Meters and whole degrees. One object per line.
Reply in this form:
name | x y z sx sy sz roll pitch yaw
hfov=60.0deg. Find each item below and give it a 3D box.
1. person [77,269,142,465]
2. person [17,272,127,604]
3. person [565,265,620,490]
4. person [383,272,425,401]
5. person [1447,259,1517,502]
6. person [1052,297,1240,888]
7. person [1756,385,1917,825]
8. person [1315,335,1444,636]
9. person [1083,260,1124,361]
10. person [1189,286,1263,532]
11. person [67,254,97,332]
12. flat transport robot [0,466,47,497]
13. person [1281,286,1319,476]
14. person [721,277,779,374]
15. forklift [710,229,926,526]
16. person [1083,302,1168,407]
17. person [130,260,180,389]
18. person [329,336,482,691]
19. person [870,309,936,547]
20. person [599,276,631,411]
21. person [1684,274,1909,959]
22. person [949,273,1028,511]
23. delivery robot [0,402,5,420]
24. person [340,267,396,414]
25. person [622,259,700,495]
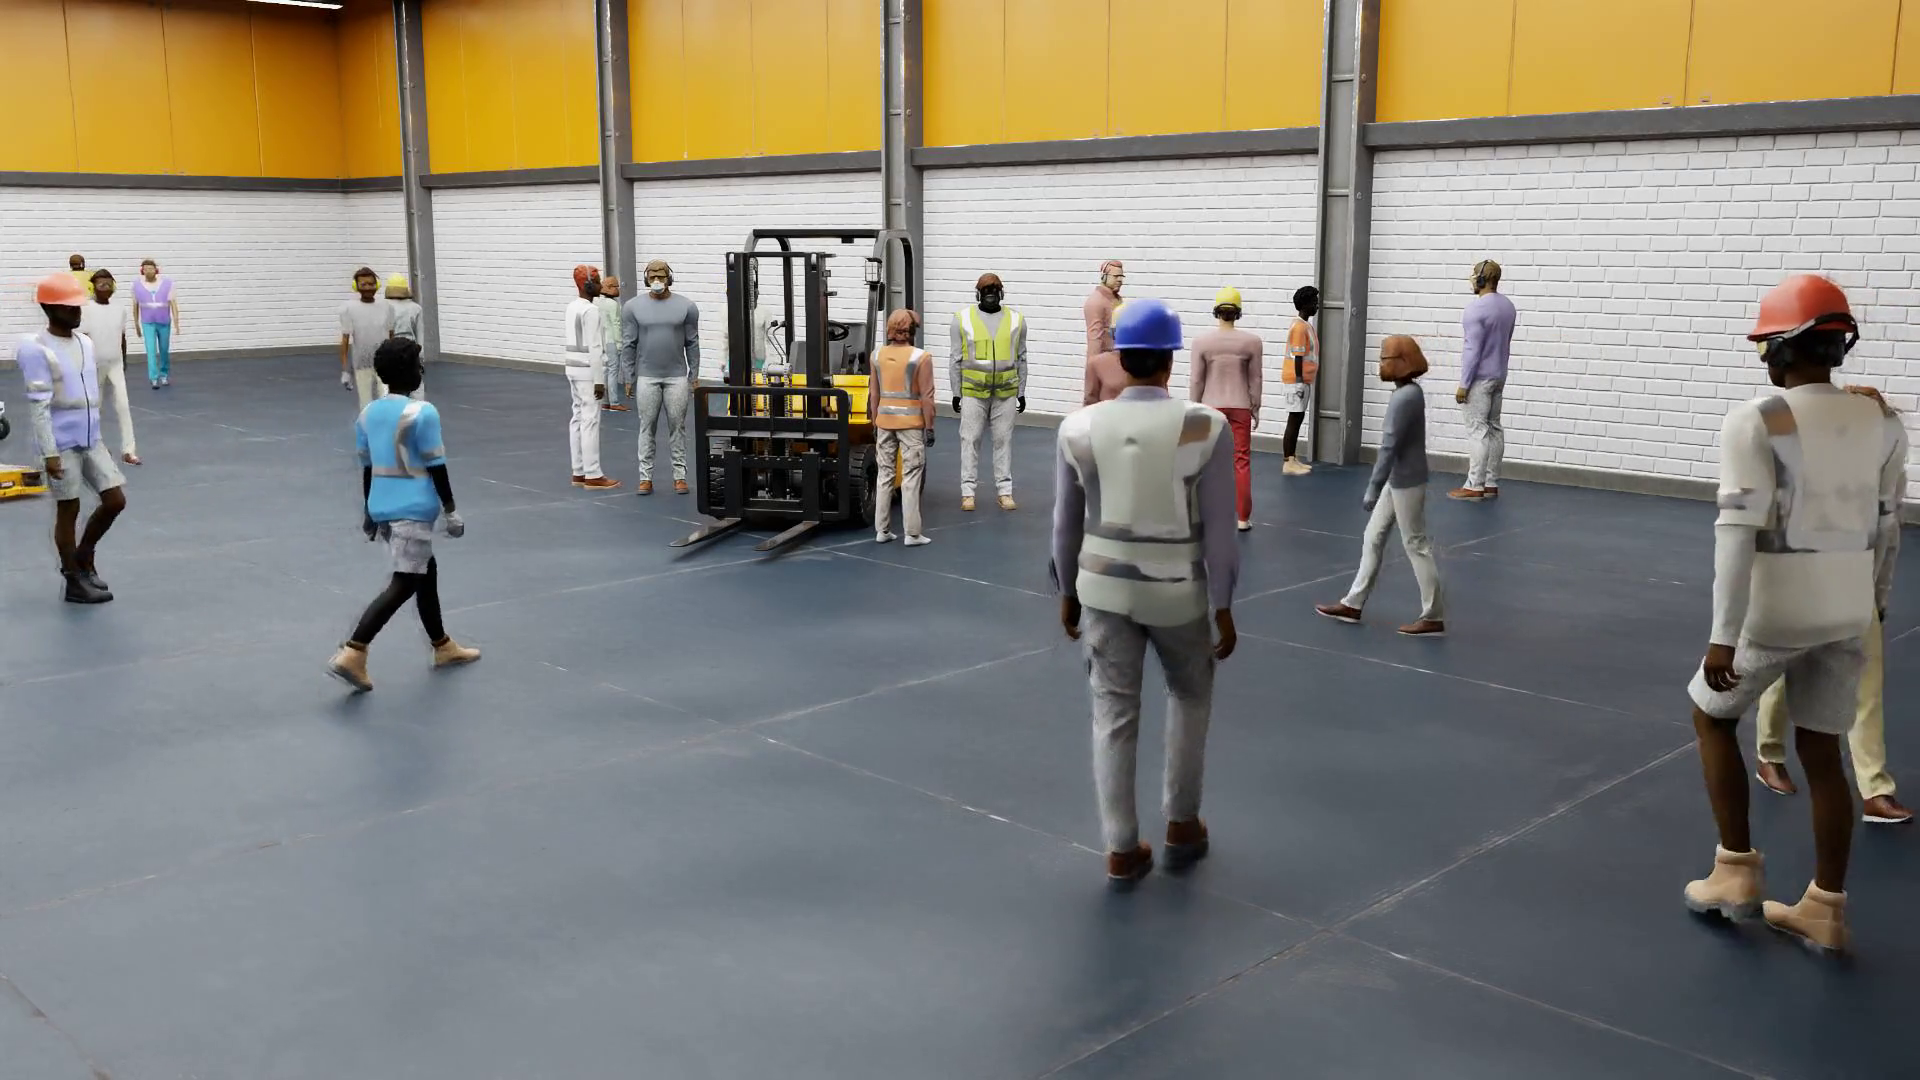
person | -8.060 -1.629 15.644 0.973 1.831 0.513 10 14 43
person | -5.090 -0.570 9.566 0.407 1.918 0.555 3 11 16
person | -3.141 -1.370 14.048 0.360 1.882 0.575 -6 12 -32
person | -5.906 -1.952 17.596 0.491 1.742 0.313 -10 14 -42
person | 4.203 -1.277 13.388 0.630 1.940 0.372 -10 14 -44
person | 0.637 0.159 5.573 0.646 1.924 0.699 4 11 19
person | 3.229 0.233 6.095 0.506 1.585 0.821 0 10 -1
person | 2.263 -0.290 8.916 0.792 1.599 0.520 3 11 17
person | 1.375 -1.611 15.305 0.400 1.905 0.643 5 12 26
person | 1.908 -0.936 11.997 0.526 1.768 0.331 1 10 4
person | -13.491 -3.460 25.570 0.621 1.840 0.430 -6 12 -28
flat transport robot | -8.247 -0.497 13.683 1.431 0.197 0.652 6 12 28
person | 3.037 -1.417 14.838 0.321 1.690 0.529 4 11 20
person | -2.143 -1.860 17.144 0.565 1.724 0.882 -5 12 -27
forklift | -1.050 -1.319 12.920 1.214 2.155 2.313 2 11 13
person | 1.051 -0.641 10.537 0.539 1.714 0.945 0 10 -3
person | -11.314 -3.038 23.395 0.572 1.801 0.978 -6 12 -29
person | -2.685 -0.134 7.903 0.528 1.666 0.837 9 14 40
person | -0.403 -0.766 11.441 0.520 1.632 0.312 7 12 32
person | -4.236 -2.385 20.259 0.285 1.633 0.498 -7 12 -33
person | 2.480 0.223 5.001 0.693 2.012 0.640 -2 11 -13
person | 0.227 -1.146 12.939 0.625 1.844 0.429 -2 11 -10
delivery robot | -10.197 -1.299 17.005 0.707 0.478 0.477 -3 12 -17
person | -5.353 -1.554 15.172 0.556 1.833 0.797 -6 12 -30
person | -2.454 -1.335 13.703 0.635 1.937 0.355 -2 11 -10
